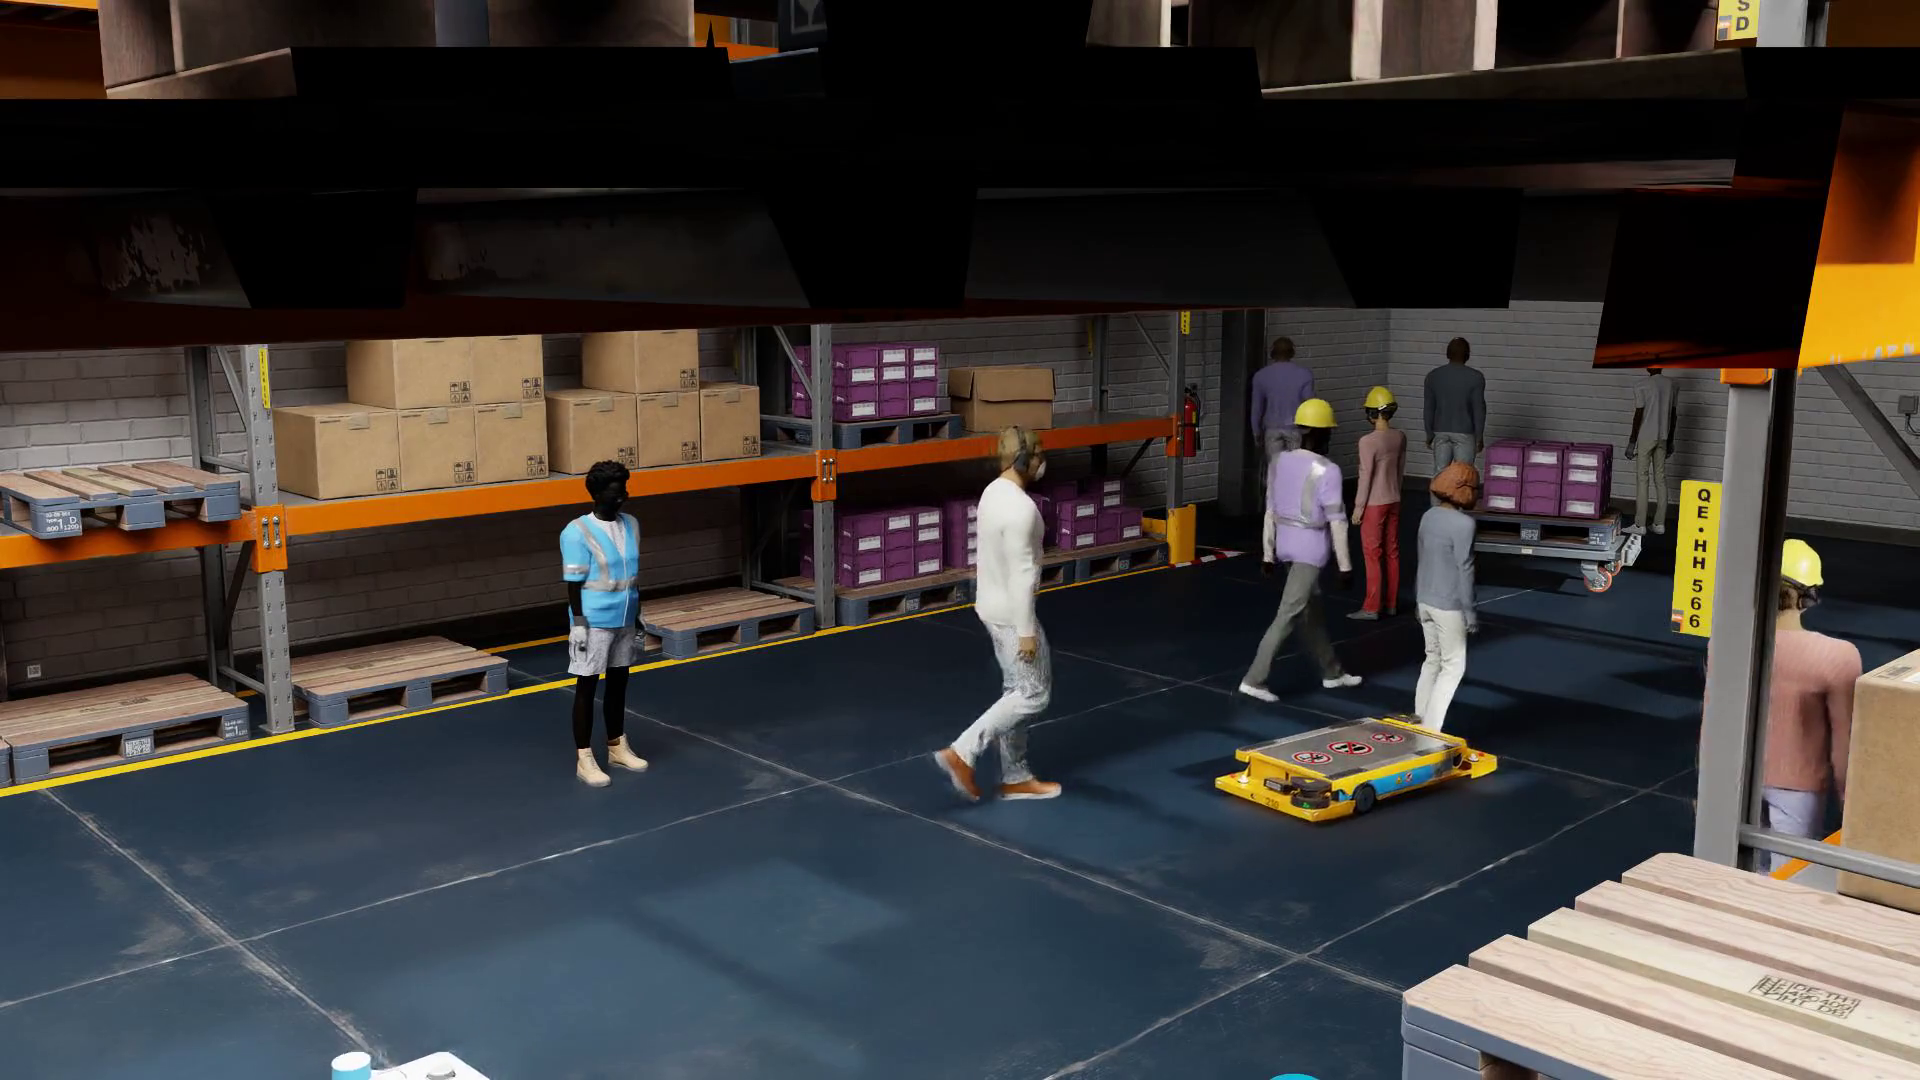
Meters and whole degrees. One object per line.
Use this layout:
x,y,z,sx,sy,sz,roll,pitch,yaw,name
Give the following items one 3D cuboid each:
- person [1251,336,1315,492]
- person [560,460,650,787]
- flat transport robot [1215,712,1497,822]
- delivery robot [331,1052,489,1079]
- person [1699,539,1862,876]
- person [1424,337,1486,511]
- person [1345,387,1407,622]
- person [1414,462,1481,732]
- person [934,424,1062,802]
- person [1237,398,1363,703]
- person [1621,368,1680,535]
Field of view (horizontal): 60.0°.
3.315,-1.125,17.051,0.673,1.929,0.456,4,10,20,person
-1.847,0.421,8.689,0.321,1.693,0.529,6,11,31,person
2.060,1.149,8.586,1.431,0.197,0.652,-7,12,-36,flat transport robot
-1.653,1.649,4.557,0.477,0.478,0.707,9,13,44,delivery robot
2.897,0.867,5.961,0.795,1.737,0.523,-9,13,-42,person
4.916,-1.043,16.545,0.627,1.940,0.371,8,12,38,person
3.136,-0.266,12.503,0.523,1.769,0.310,-8,13,-40,person
2.627,0.382,9.121,0.422,1.619,0.588,-2,10,-13,person
0.212,0.387,8.227,0.568,1.919,0.642,-2,10,-9,person
2.117,0.066,10.254,1.011,1.881,0.600,-5,11,-26,person
6.791,-0.976,16.355,0.524,1.871,0.325,-3,10,-15,person
